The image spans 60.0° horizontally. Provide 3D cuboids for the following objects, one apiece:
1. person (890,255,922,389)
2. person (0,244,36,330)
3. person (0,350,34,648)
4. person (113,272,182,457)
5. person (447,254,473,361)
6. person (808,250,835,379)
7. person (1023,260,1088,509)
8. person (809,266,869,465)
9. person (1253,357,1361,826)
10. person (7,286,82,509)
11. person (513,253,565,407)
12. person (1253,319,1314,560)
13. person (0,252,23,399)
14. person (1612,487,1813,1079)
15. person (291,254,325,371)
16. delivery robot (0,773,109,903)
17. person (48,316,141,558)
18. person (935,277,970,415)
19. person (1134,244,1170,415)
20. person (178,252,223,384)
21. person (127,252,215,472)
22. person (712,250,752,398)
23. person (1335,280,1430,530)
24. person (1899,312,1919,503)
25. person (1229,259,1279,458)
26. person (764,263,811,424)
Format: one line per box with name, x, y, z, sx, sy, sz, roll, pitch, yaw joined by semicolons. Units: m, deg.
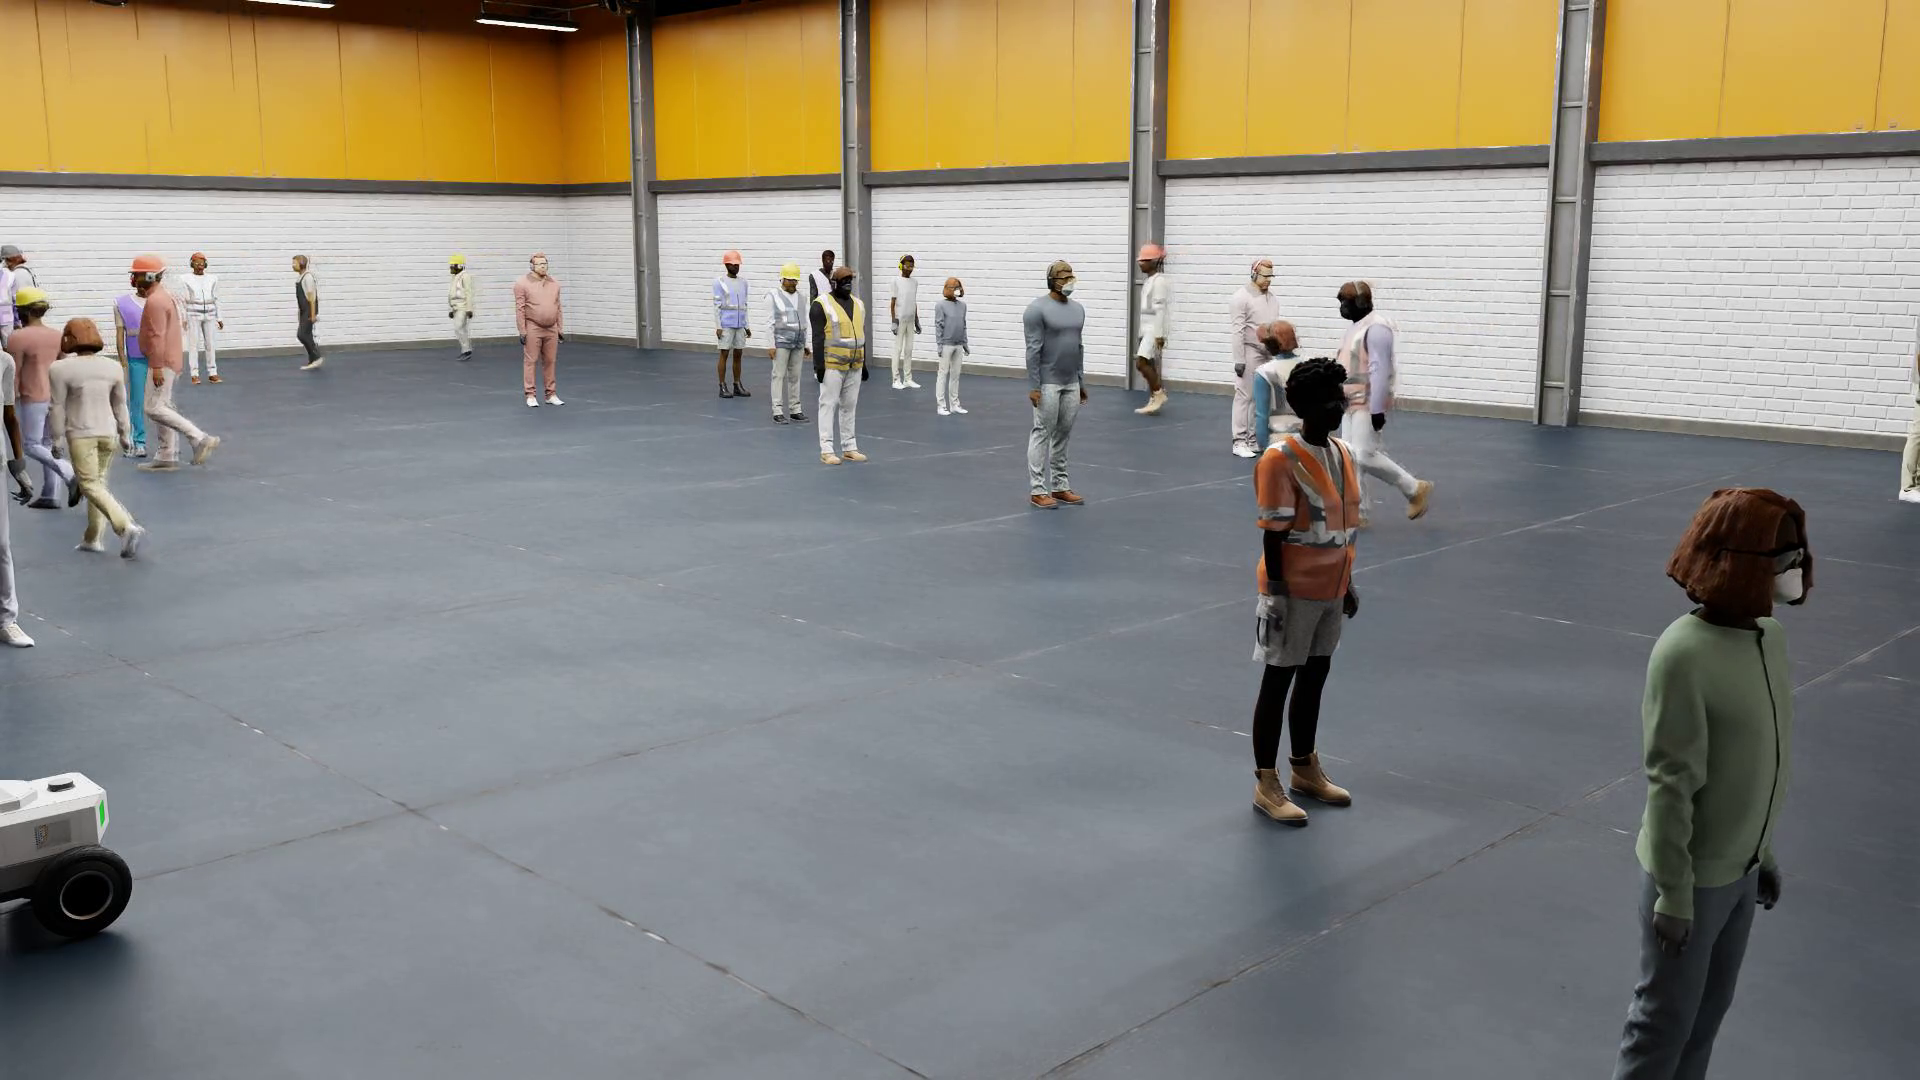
person;-0.750;-3.041;23.212;0.520;1.865;0.328;-10;14;-43
person;-13.598;-3.313;24.208;0.714;2.000;0.698;-4;11;-22
person;-5.033;-0.347;8.497;0.520;1.873;0.328;-10;14;-43
person;-7.879;-1.734;16.153;0.563;1.837;0.389;-10;14;-43
person;-8.484;-3.928;28.166;0.458;1.817;0.624;-8;13;-39
person;-1.996;-3.364;24.836;0.587;1.914;0.391;-10;14;-43
person;0.765;-1.220;13.076;0.627;1.940;0.371;-10;14;-43
person;-1.106;-1.635;15.603;0.621;1.845;0.429;-10;14;-43
person;1.278;0.179;6.105;0.532;1.697;0.320;-10;14;-43
person;-7.027;-1.081;12.819;0.628;1.746;0.523;3;11;15
person;-5.236;-2.625;20.824;0.639;1.910;0.407;-10;14;-43
person;2.125;-0.585;10.497;0.561;1.610;0.592;-4;11;-22
person;-12.482;-2.831;21.571;0.605;2.045;0.377;-10;14;-43
person;1.566;0.696;3.456;0.499;1.634;0.279;-10;14;-43
person;-10.297;-3.563;26.138;0.406;1.830;0.551;-8;13;-37
delivery robot;-2.988;0.902;5.023;0.707;0.478;0.477;-10;14;-44
person;-5.713;-0.673;11.027;0.767;1.606;0.504;6;12;30
person;-0.092;-2.310;19.847;0.499;1.634;0.279;-10;14;-43
person;2.235;-2.472;19.662;0.427;2.026;0.643;-1;10;-7
person;-10.932;-3.193;23.974;0.574;1.887;0.355;-10;14;-43
person;-7.146;-1.589;14.973;0.570;1.982;0.638;-4;11;-21
person;-2.986;-2.840;21.910;0.543;1.939;0.361;-10;14;-43
person;3.008;-0.956;12.004;0.660;1.810;0.671;-1;10;-4
person;7.812;-1.234;13.336;0.520;1.873;0.328;-10;14;-43
person;2.881;-1.754;16.094;0.639;1.902;0.407;-10;14;-43
person;-1.940;-2.233;18.918;0.589;1.822;0.403;-10;14;-43
